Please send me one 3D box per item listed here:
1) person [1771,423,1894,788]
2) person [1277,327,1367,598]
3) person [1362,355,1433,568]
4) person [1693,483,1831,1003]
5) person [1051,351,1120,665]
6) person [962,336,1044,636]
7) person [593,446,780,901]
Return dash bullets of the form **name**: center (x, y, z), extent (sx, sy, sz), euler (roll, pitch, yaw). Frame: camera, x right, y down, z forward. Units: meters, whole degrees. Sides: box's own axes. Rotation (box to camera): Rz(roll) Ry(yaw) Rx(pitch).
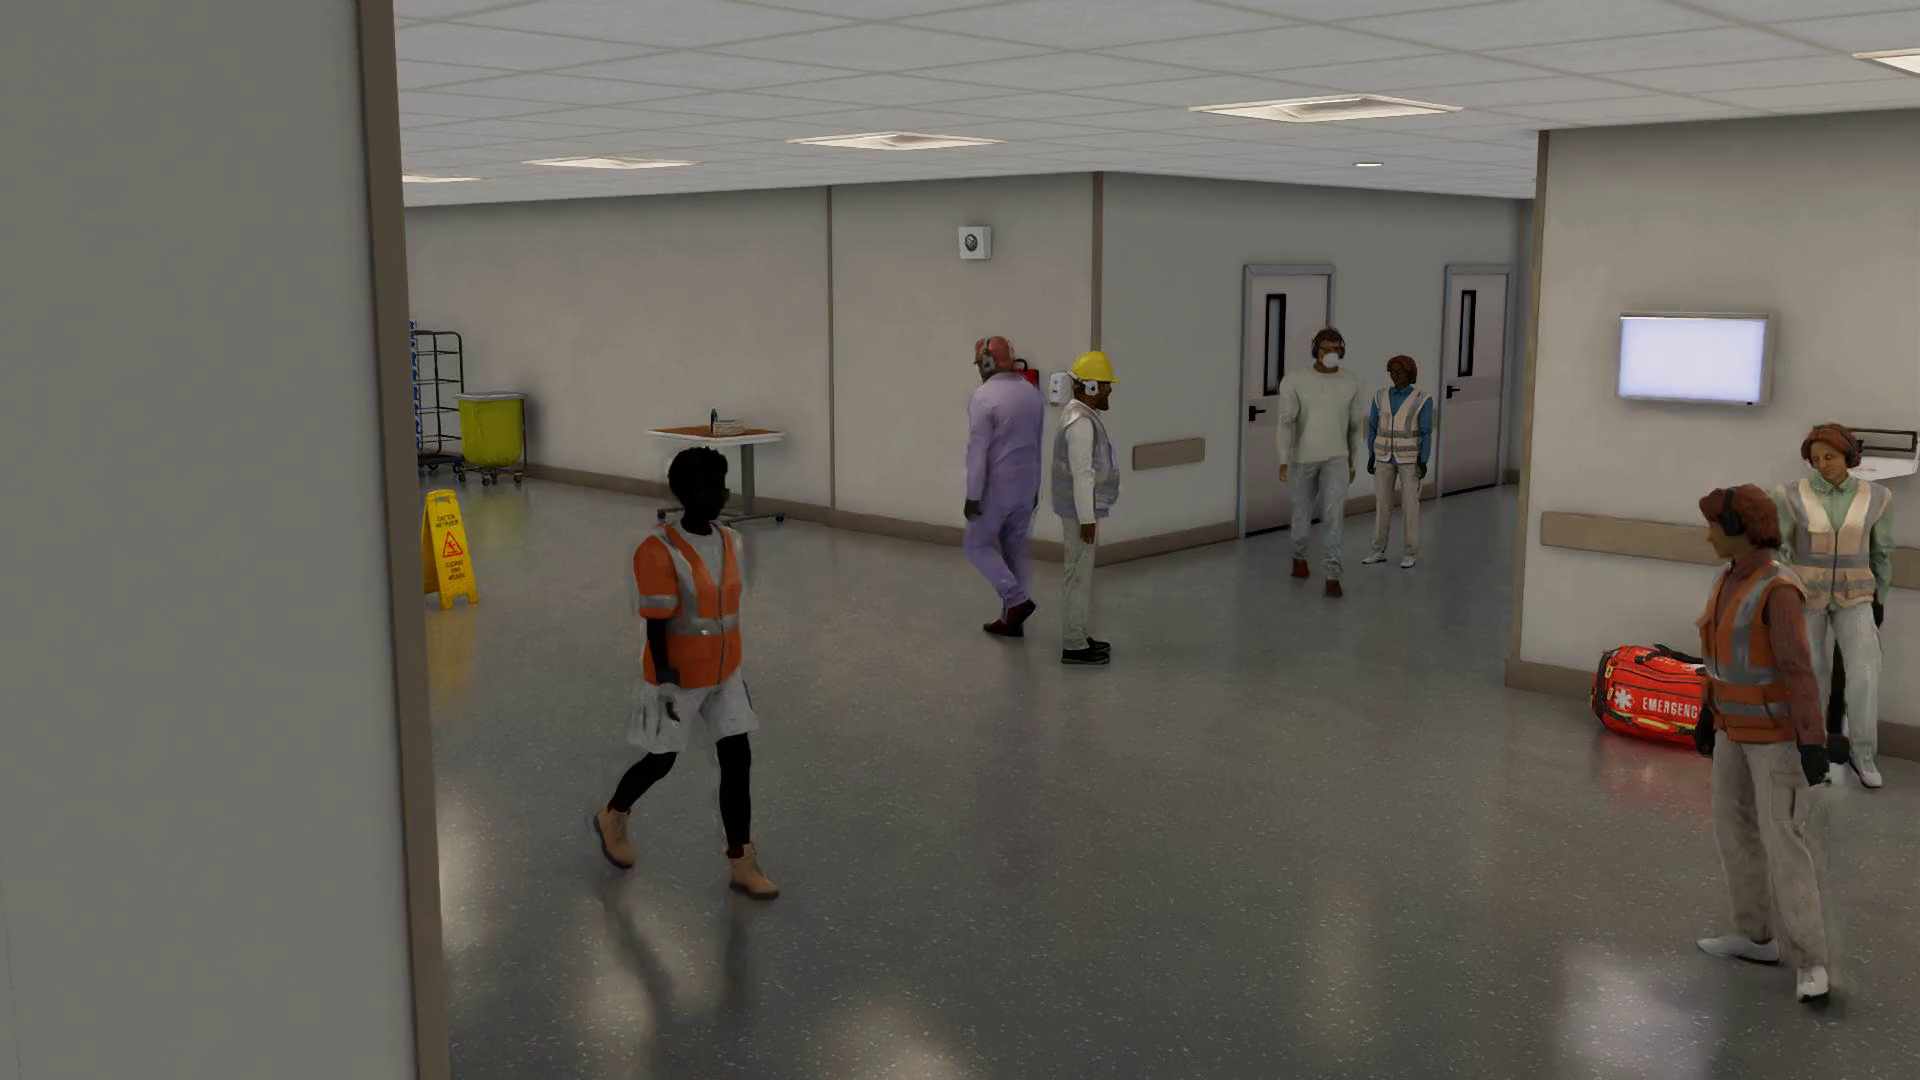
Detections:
- **person**: center (3.858, 0.296, 7.379), extent (0.517, 1.615, 0.484), euler (3, 10, 18)
- **person**: center (2.594, -0.591, 12.006), extent (0.632, 1.899, 1.005), euler (1, 9, 7)
- **person**: center (3.390, -0.608, 12.864), extent (0.512, 1.641, 0.309), euler (7, 12, 38)
- **person**: center (2.593, 0.633, 5.348), extent (0.398, 1.609, 0.642), euler (0, 9, -1)
- **person**: center (0.732, -0.186, 9.730), extent (0.403, 1.824, 0.593), euler (0, 9, 3)
- **person**: center (0.283, -0.314, 10.312), extent (0.472, 1.881, 0.683), euler (8, 12, 39)
- **person**: center (-1.030, 0.469, 6.173), extent (0.803, 1.669, 0.534), euler (7, 12, 38)
